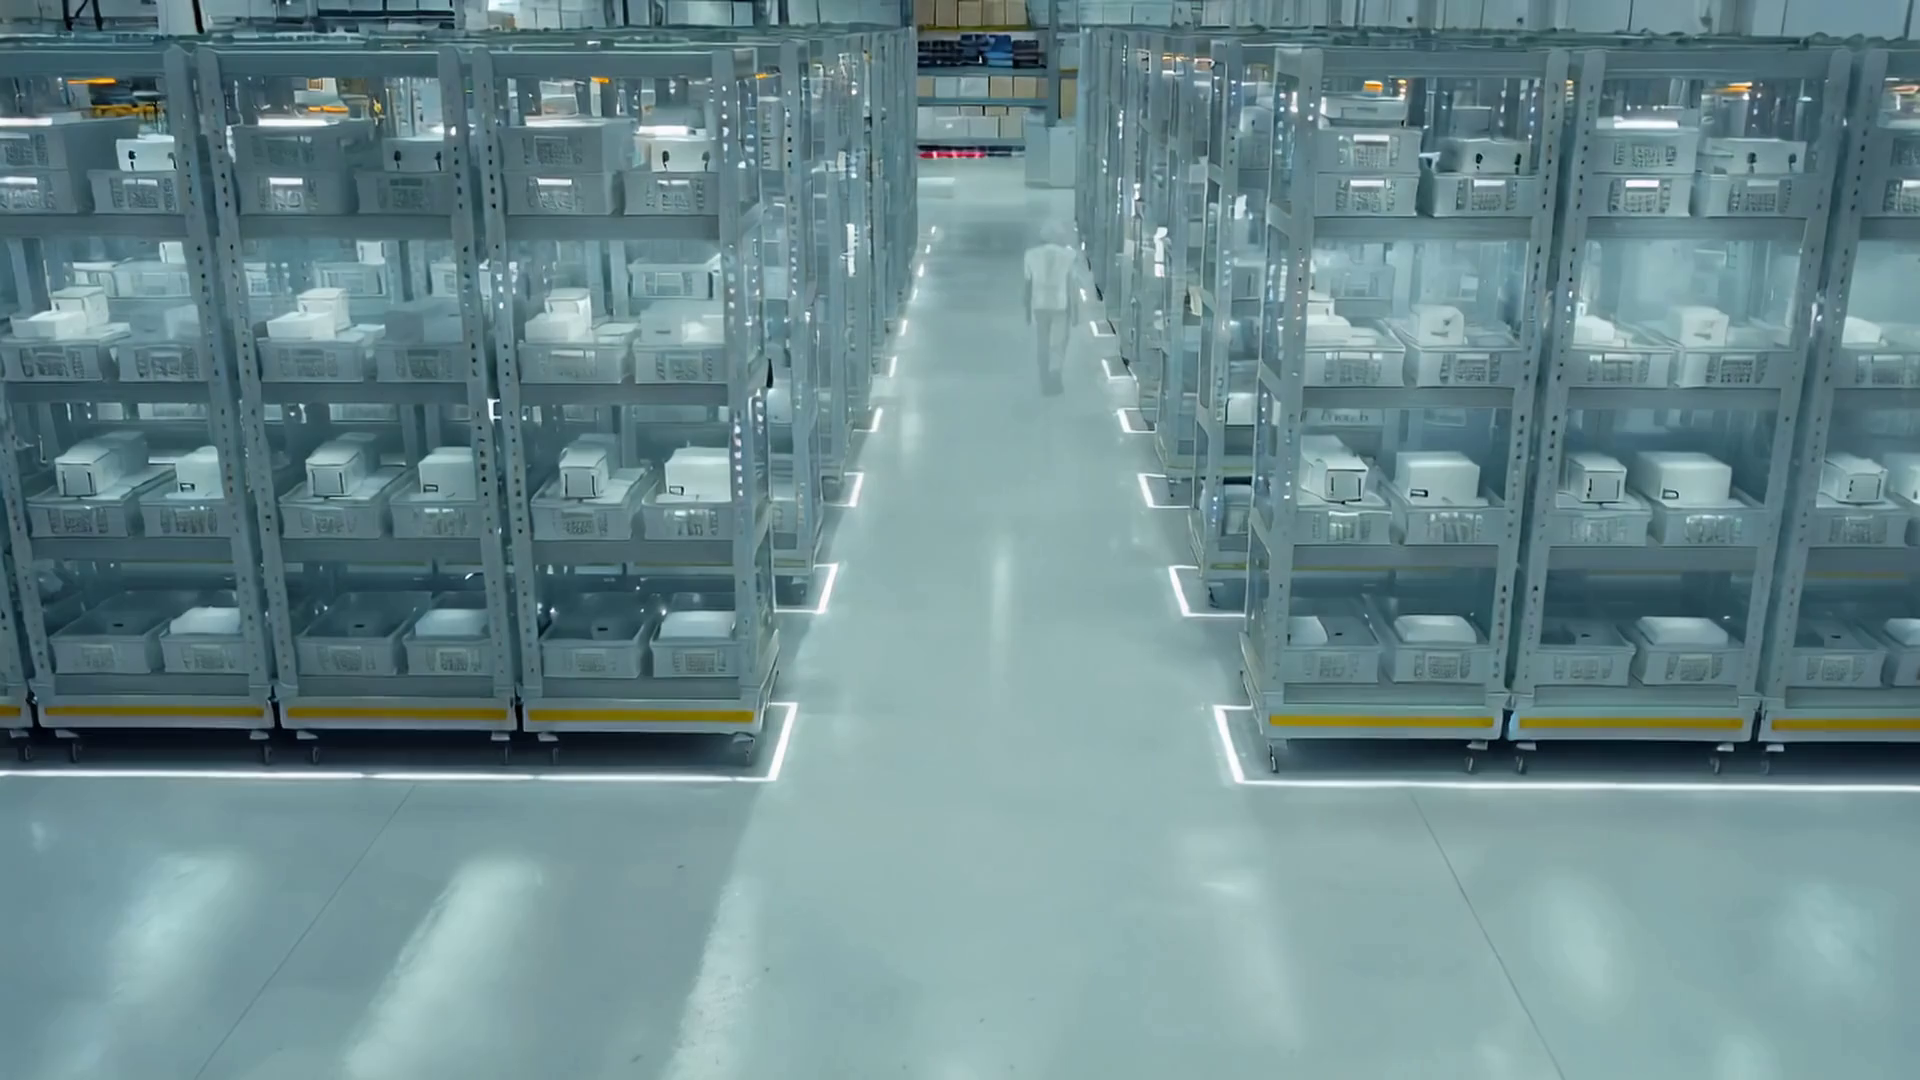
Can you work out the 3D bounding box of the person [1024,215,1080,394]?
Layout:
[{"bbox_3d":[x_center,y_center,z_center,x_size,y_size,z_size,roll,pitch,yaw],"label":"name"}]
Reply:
[{"bbox_3d":[0.933,-2.373,16.928,0.589,1.827,0.448,3,18,10],"label":"person"}]

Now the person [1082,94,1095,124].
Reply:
[{"bbox_3d":[3.331,-10.479,42.521,0.607,1.987,0.416,-3,18,-8],"label":"person"}]
